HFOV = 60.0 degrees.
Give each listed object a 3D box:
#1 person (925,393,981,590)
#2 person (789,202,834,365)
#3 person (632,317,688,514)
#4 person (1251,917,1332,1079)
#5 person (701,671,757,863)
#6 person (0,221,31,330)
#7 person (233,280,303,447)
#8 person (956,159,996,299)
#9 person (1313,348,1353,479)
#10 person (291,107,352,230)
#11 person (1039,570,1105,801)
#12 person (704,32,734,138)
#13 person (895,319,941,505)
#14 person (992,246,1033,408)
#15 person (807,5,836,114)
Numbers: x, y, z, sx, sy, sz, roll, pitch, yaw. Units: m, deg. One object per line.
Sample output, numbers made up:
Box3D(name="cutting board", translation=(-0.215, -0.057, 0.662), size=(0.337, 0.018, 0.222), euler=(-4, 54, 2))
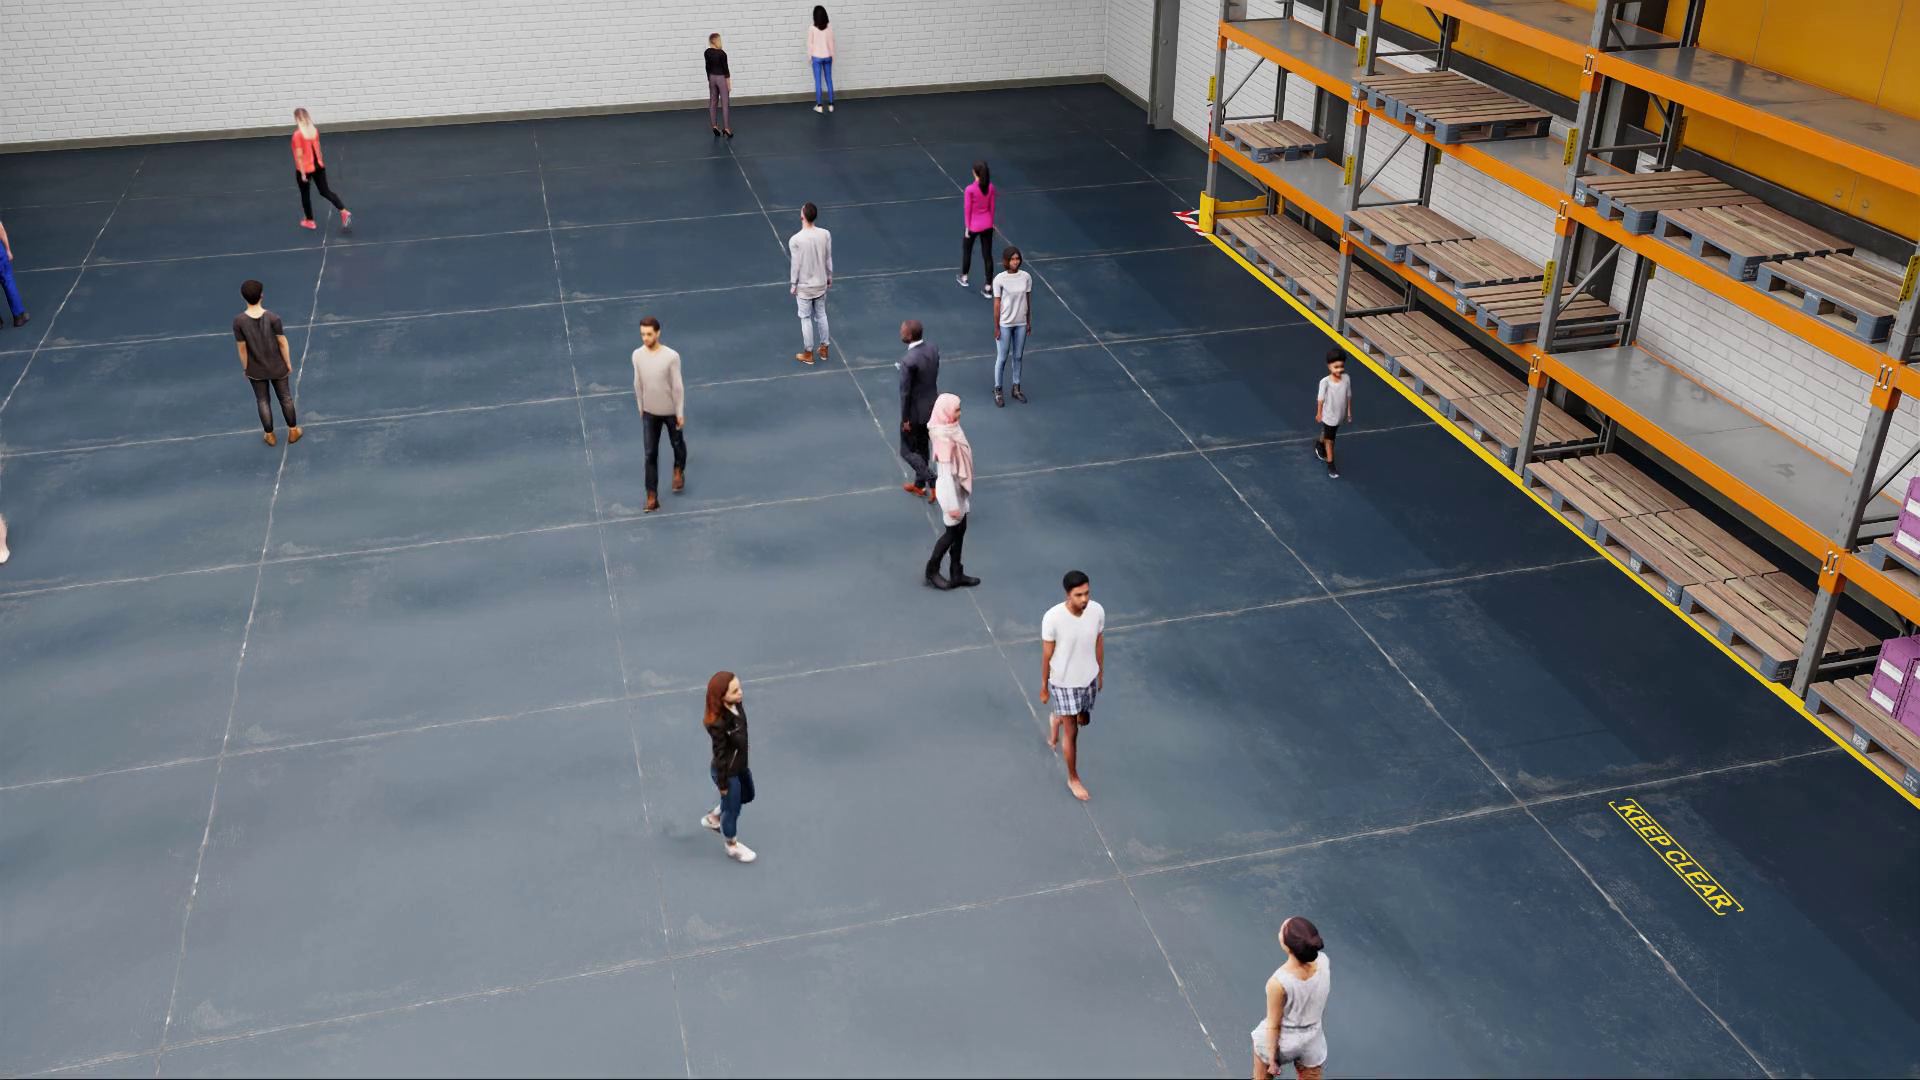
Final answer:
Box3D(name="person", translation=(-0.120, -0.399, 14.036), size=(0.818, 1.798, 0.751), euler=(2, 29, 4))
Box3D(name="person", translation=(-1.656, -2.873, 18.527), size=(0.755, 1.840, 0.694), euler=(-18, 33, -30))
Box3D(name="person", translation=(-2.746, -1.218, 15.528), size=(0.905, 1.808, 1.260), euler=(2, 29, 3))
Box3D(name="person", translation=(1.788, 2.647, 8.677), size=(0.676, 1.583, 1.007), euler=(-14, 31, -23))
Box3D(name="person", translation=(-1.579, 1.470, 10.954), size=(0.756, 1.470, 0.697), euler=(6, 29, 11))
Box3D(name="person", translation=(-11.395, -3.396, 19.477), size=(0.642, 1.850, 0.585), euler=(-10, 30, -18))
Box3D(name="person", translation=(-6.941, -1.771, 16.637), size=(0.621, 1.717, 0.554), euler=(-9, 30, -16))
Box3D(name="person", translation=(0.282, -3.784, 20.371), size=(0.682, 1.674, 0.978), euler=(-12, 31, -21))
Box3D(name="person", translation=(3.631, -1.297, 16.262), size=(0.485, 1.244, 0.859), euler=(-8, 30, -14))
Box3D(name="person", translation=(-8.754, -5.019, 22.638), size=(1.097, 1.671, 1.080), euler=(13, 31, 23))
Box3D(name="person", translation=(0.761, 0.941, 11.674), size=(0.746, 1.708, 1.034), euler=(-12, 31, -21))
Box3D(name="person", translation=(-3.918, -7.374, 26.955), size=(0.672, 1.672, 0.722), euler=(14, 31, 23))
Box3D(name="person", translation=(-0.314, -1.169, 15.437), size=(1.037, 1.808, 0.961), euler=(21, 35, 33))
Box3D(name="person", translation=(0.540, -2.264, 17.538), size=(0.612, 1.720, 0.569), euler=(-12, 31, -21))
Box3D(name="person", translation=(-2.363, -8.221, 28.408), size=(0.652, 1.768, 0.549), euler=(-9, 30, -16))
